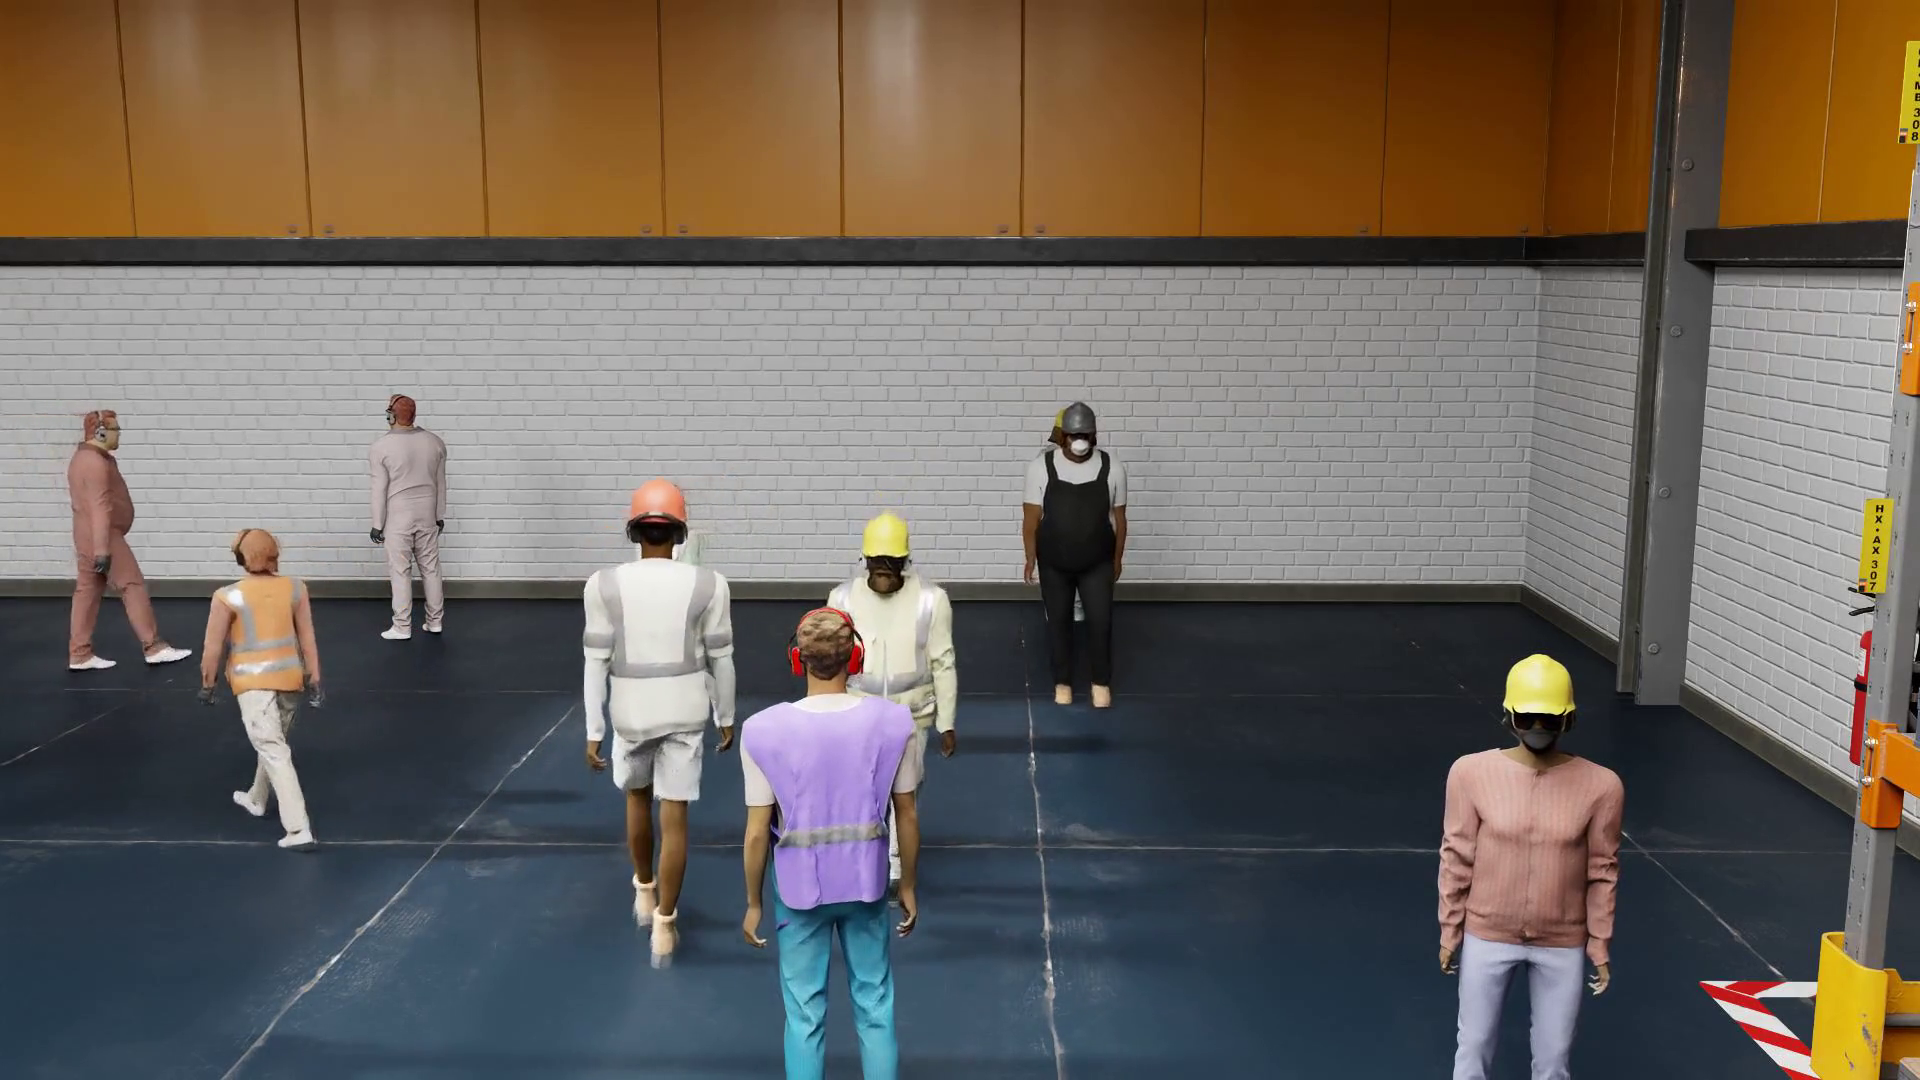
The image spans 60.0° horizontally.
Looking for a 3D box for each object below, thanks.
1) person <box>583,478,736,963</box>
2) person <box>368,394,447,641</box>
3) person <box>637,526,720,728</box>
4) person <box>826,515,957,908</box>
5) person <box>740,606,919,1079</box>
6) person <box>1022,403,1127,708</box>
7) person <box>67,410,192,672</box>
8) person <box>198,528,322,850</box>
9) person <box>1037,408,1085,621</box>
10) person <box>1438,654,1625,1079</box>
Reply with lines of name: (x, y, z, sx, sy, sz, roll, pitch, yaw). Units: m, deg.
person: (-1.278, 0.732, 7.160, 0.628, 2.007, 0.843, -1, 10, -8)
person: (-4.295, -0.177, 12.918, 0.411, 1.913, 0.643, 8, 12, 40)
person: (-1.700, 0.451, 10.020, 0.513, 1.617, 0.627, 6, 11, 31)
person: (-0.309, 0.793, 7.392, 0.600, 1.809, 0.611, 0, 9, 0)
person: (-0.404, 1.131, 5.289, 0.569, 1.840, 0.374, -3, 10, -15)
person: (0.745, 0.098, 10.884, 0.695, 2.000, 0.618, 1, 10, 4)
person: (-6.029, 0.000, 11.954, 0.883, 1.869, 0.669, -7, 12, -38)
person: (-3.520, 0.737, 8.412, 0.908, 1.585, 0.514, 7, 12, 36)
person: (0.870, -0.209, 13.614, 0.483, 1.745, 0.299, 3, 10, 18)
person: (1.717, 1.209, 5.052, 0.525, 1.769, 0.313, 2, 10, 13)
